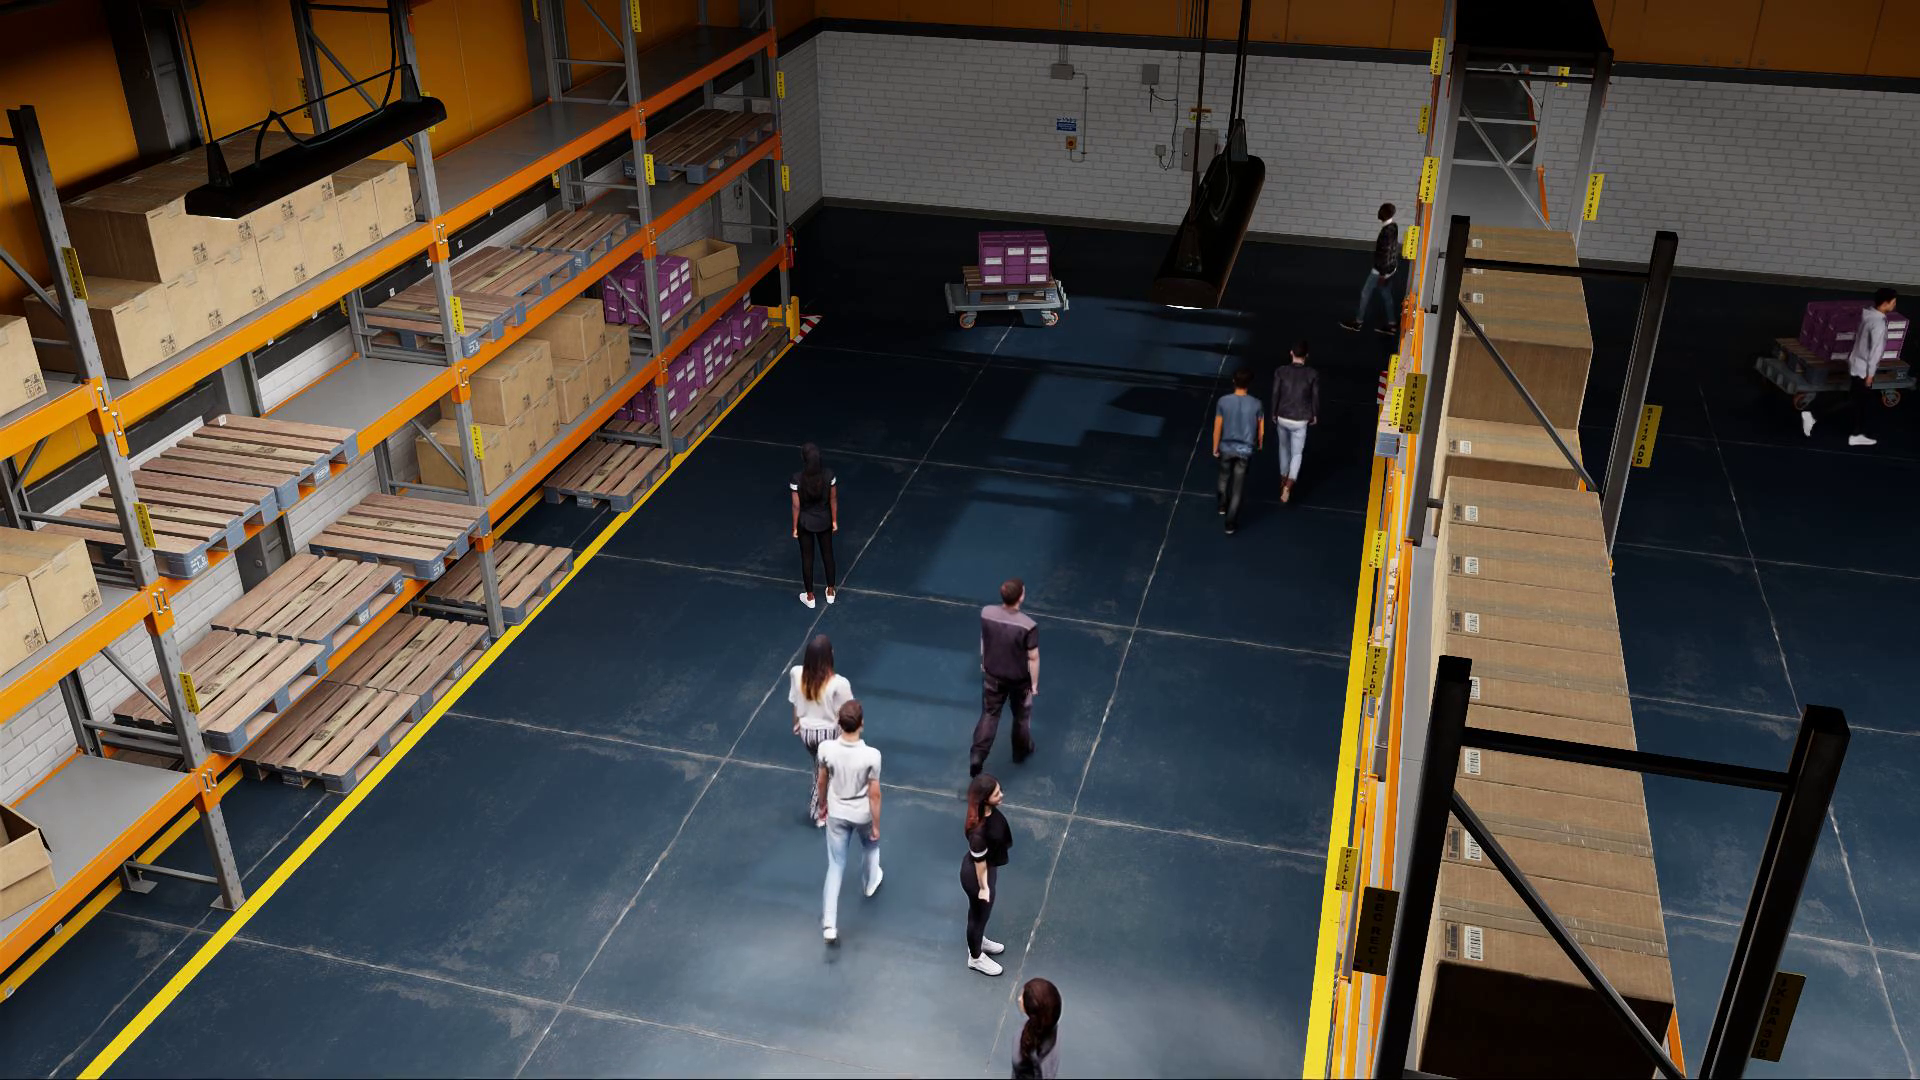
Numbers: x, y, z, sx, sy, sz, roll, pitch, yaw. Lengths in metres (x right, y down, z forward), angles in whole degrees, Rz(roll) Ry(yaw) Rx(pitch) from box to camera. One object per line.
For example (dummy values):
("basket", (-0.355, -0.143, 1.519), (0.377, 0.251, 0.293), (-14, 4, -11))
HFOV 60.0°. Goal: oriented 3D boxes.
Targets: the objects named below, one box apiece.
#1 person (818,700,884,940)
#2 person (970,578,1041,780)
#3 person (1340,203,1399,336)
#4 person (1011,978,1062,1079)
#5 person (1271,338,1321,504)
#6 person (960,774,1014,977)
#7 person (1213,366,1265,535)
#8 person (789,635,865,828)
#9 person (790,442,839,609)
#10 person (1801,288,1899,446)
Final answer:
("person", (-0.801, 2.047, 11.927), (0.708, 1.808, 1.227), (4, 29, 8))
("person", (0.350, 1.142, 13.565), (0.842, 1.830, 1.116), (14, 31, 23))
("person", (5.771, -3.594, 22.286), (0.909, 1.792, 0.992), (14, 32, 24))
("person", (0.445, 3.258, 9.751), (0.725, 1.768, 0.544), (0, 29, 1))
("person", (3.601, -1.276, 18.018), (0.666, 1.811, 1.065), (8, 30, 14))
("person", (0.158, 2.309, 11.625), (0.701, 1.639, 0.564), (3, 29, 5))
("person", (2.880, -0.902, 17.361), (0.656, 1.784, 0.900), (8, 30, 15))
("person", (-1.108, 1.523, 13.039), (0.820, 1.664, 0.964), (16, 33, 27))
("person", (-1.400, -0.157, 16.052), (0.716, 1.729, 0.753), (-10, 30, -18))
("person", (10.333, -1.988, 19.228), (0.751, 1.902, 1.037), (8, 30, 14))
